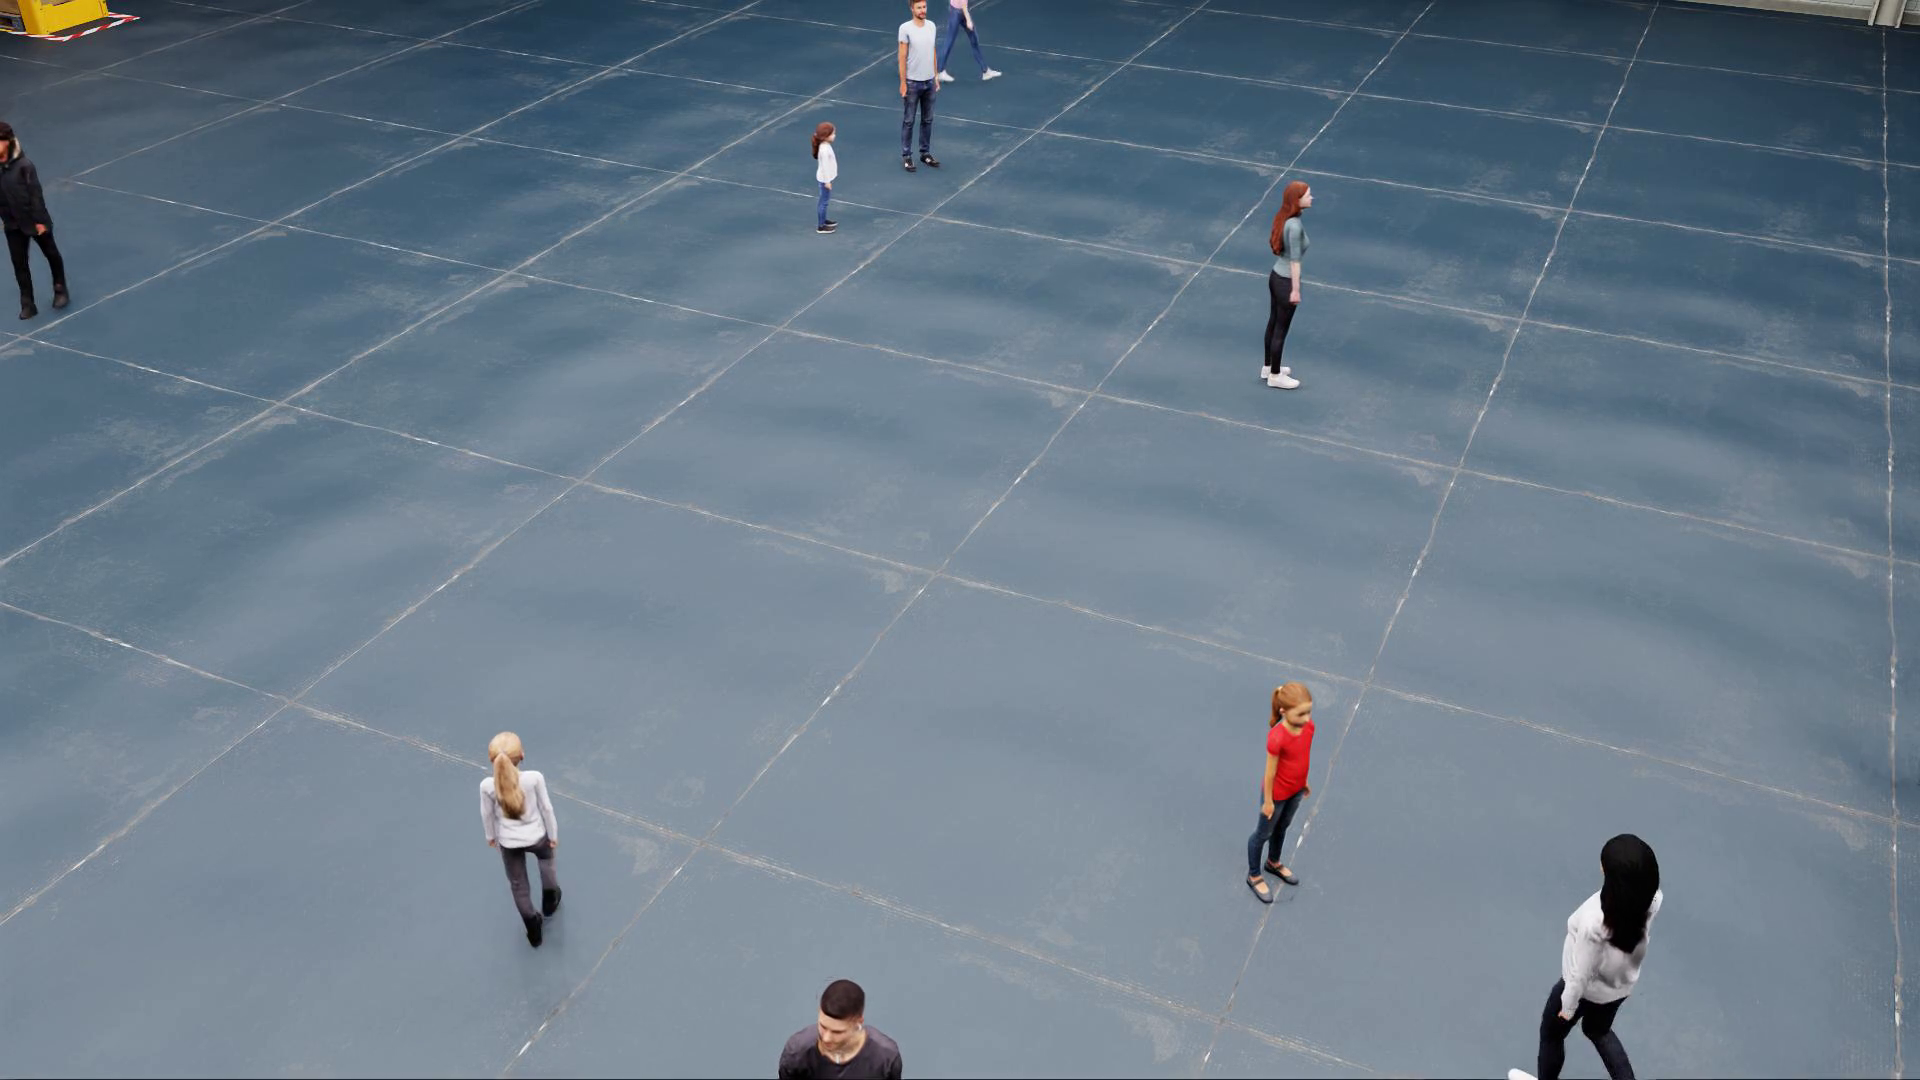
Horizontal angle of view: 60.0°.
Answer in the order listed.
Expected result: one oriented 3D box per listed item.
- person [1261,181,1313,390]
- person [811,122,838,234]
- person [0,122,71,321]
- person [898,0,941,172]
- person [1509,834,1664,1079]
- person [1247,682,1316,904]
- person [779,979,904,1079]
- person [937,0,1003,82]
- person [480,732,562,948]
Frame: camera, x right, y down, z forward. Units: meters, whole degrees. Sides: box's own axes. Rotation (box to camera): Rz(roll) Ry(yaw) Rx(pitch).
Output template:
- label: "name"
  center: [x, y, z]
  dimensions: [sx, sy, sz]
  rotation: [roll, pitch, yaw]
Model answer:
- label: "person"
  center: [2.656, -2.085, 13.561]
  dimensions: [0.686, 1.743, 0.665]
  rotation: [-2, 32, -3]
- label: "person"
  center: [-1.350, -3.630, 16.605]
  dimensions: [0.552, 1.108, 0.513]
  rotation: [-1, 32, -1]
- label: "person"
  center: [-8.316, -2.906, 14.855]
  dimensions: [0.979, 1.751, 0.969]
  rotation: [-4, 33, -7]
- label: "person"
  center: [-0.453, -4.974, 18.025]
  dimensions: [0.720, 1.865, 0.733]
  rotation: [-18, 36, -26]
- label: "person"
  center: [2.817, 1.972, 7.183]
  dimensions: [0.922, 1.685, 1.026]
  rotation: [-17, 36, -24]
- label: "person"
  center: [1.670, 1.276, 8.637]
  dimensions: [0.568, 1.311, 0.607]
  rotation: [-21, 38, -30]
- label: "person"
  center: [-0.441, 2.356, 6.503]
  dimensions: [0.631, 1.762, 0.772]
  rotation: [-1, 32, -1]
- label: "person"
  center: [-0.088, -6.513, 20.614]
  dimensions: [1.105, 1.707, 0.641]
  rotation: [11, 34, 16]
- label: "person"
  center: [-2.180, 1.522, 8.286]
  dimensions: [0.678, 1.270, 0.731]
  rotation: [-7, 33, -11]
